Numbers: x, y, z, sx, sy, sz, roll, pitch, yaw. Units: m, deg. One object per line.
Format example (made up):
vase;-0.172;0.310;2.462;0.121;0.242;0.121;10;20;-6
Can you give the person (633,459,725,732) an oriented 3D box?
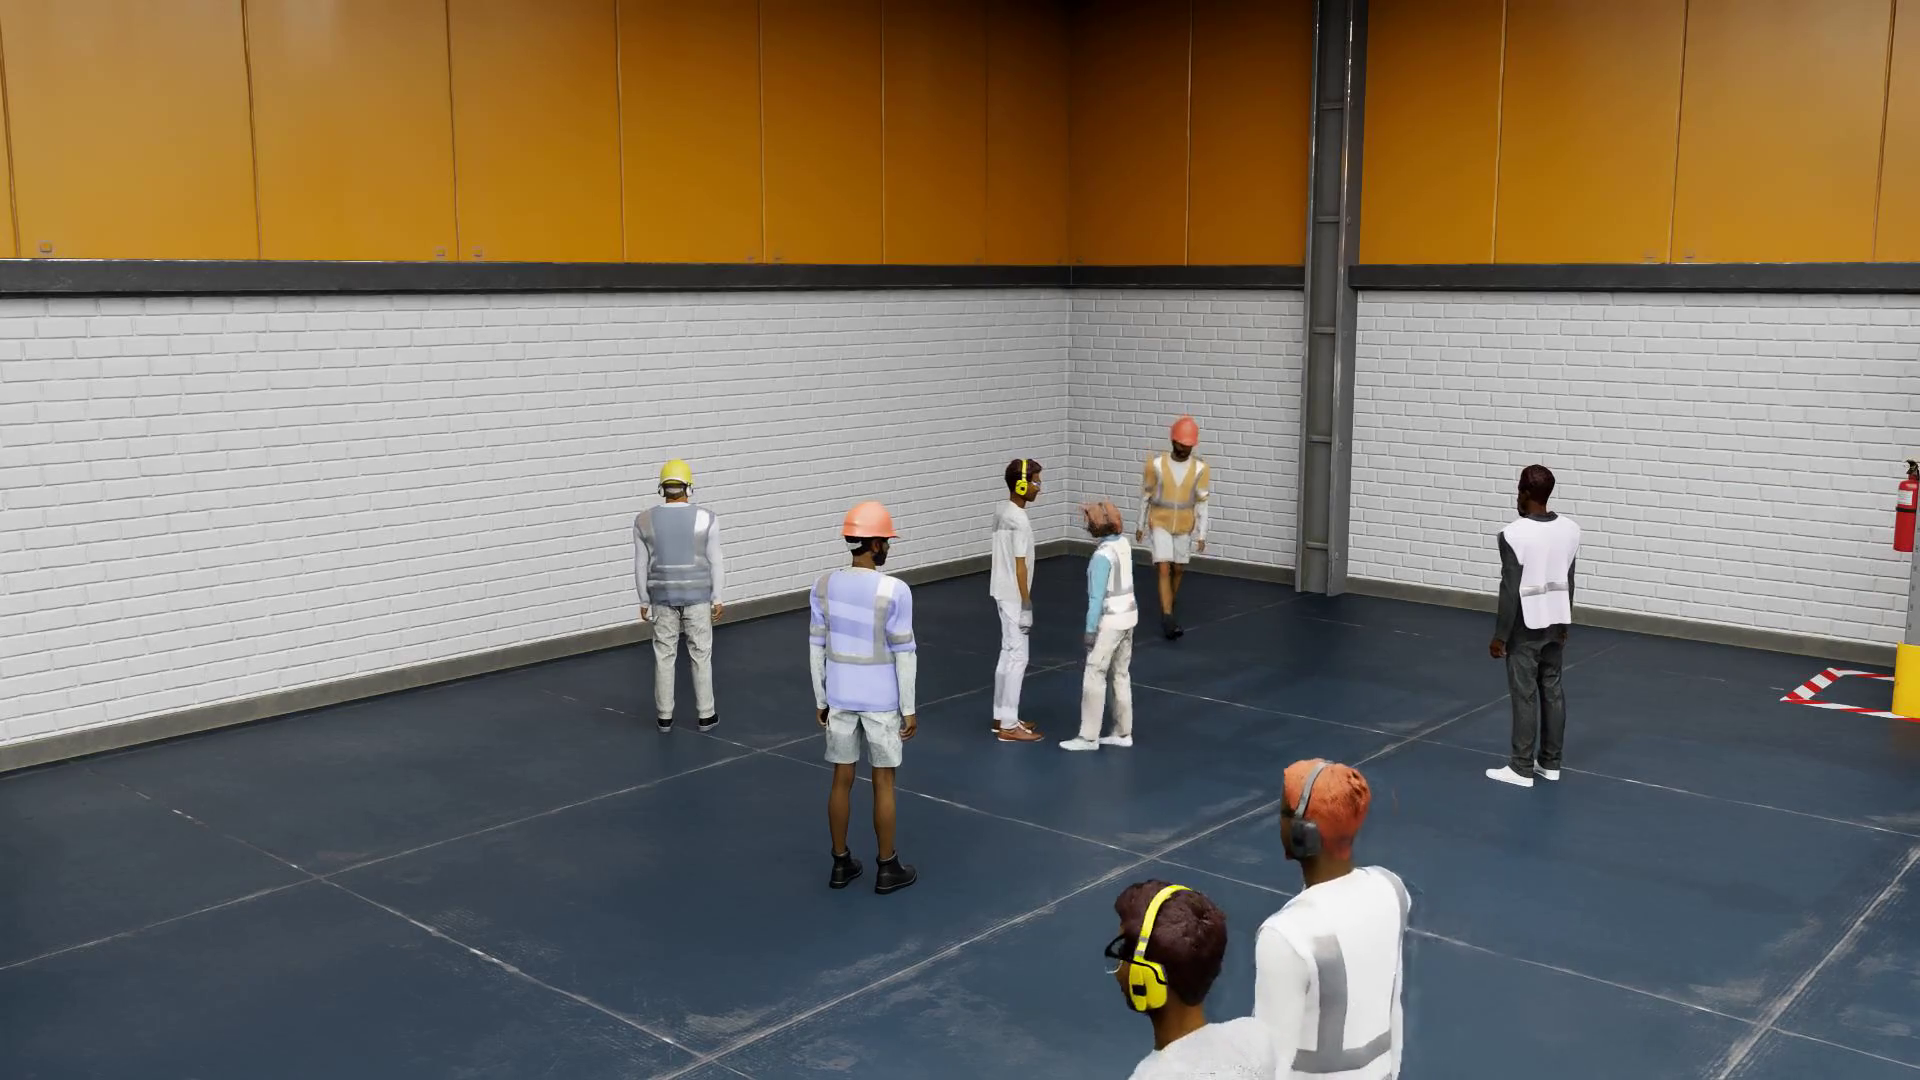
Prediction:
person;-1.854;0.371;11.054;0.587;1.828;0.404;0;9;-2

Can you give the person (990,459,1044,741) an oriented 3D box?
person;0.373;0.393;10.851;0.341;1.851;0.529;-2;9;-15

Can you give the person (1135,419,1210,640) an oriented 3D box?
person;1.794;-0.113;14.032;0.584;1.853;1.031;-1;9;-3

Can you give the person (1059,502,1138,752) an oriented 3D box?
person;0.938;0.553;10.597;0.383;1.618;0.533;4;10;26

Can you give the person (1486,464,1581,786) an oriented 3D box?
person;3.415;0.511;9.892;0.590;1.920;0.398;-5;10;-27

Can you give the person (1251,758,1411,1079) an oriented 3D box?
person;0.950;1.462;4.138;0.860;1.858;0.584;8;12;43

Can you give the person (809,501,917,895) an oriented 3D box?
person;-0.460;0.772;8.202;0.551;1.932;0.368;4;10;21

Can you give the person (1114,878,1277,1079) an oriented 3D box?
person;0.442;1.583;3.365;0.543;1.854;0.458;-8;12;-40
